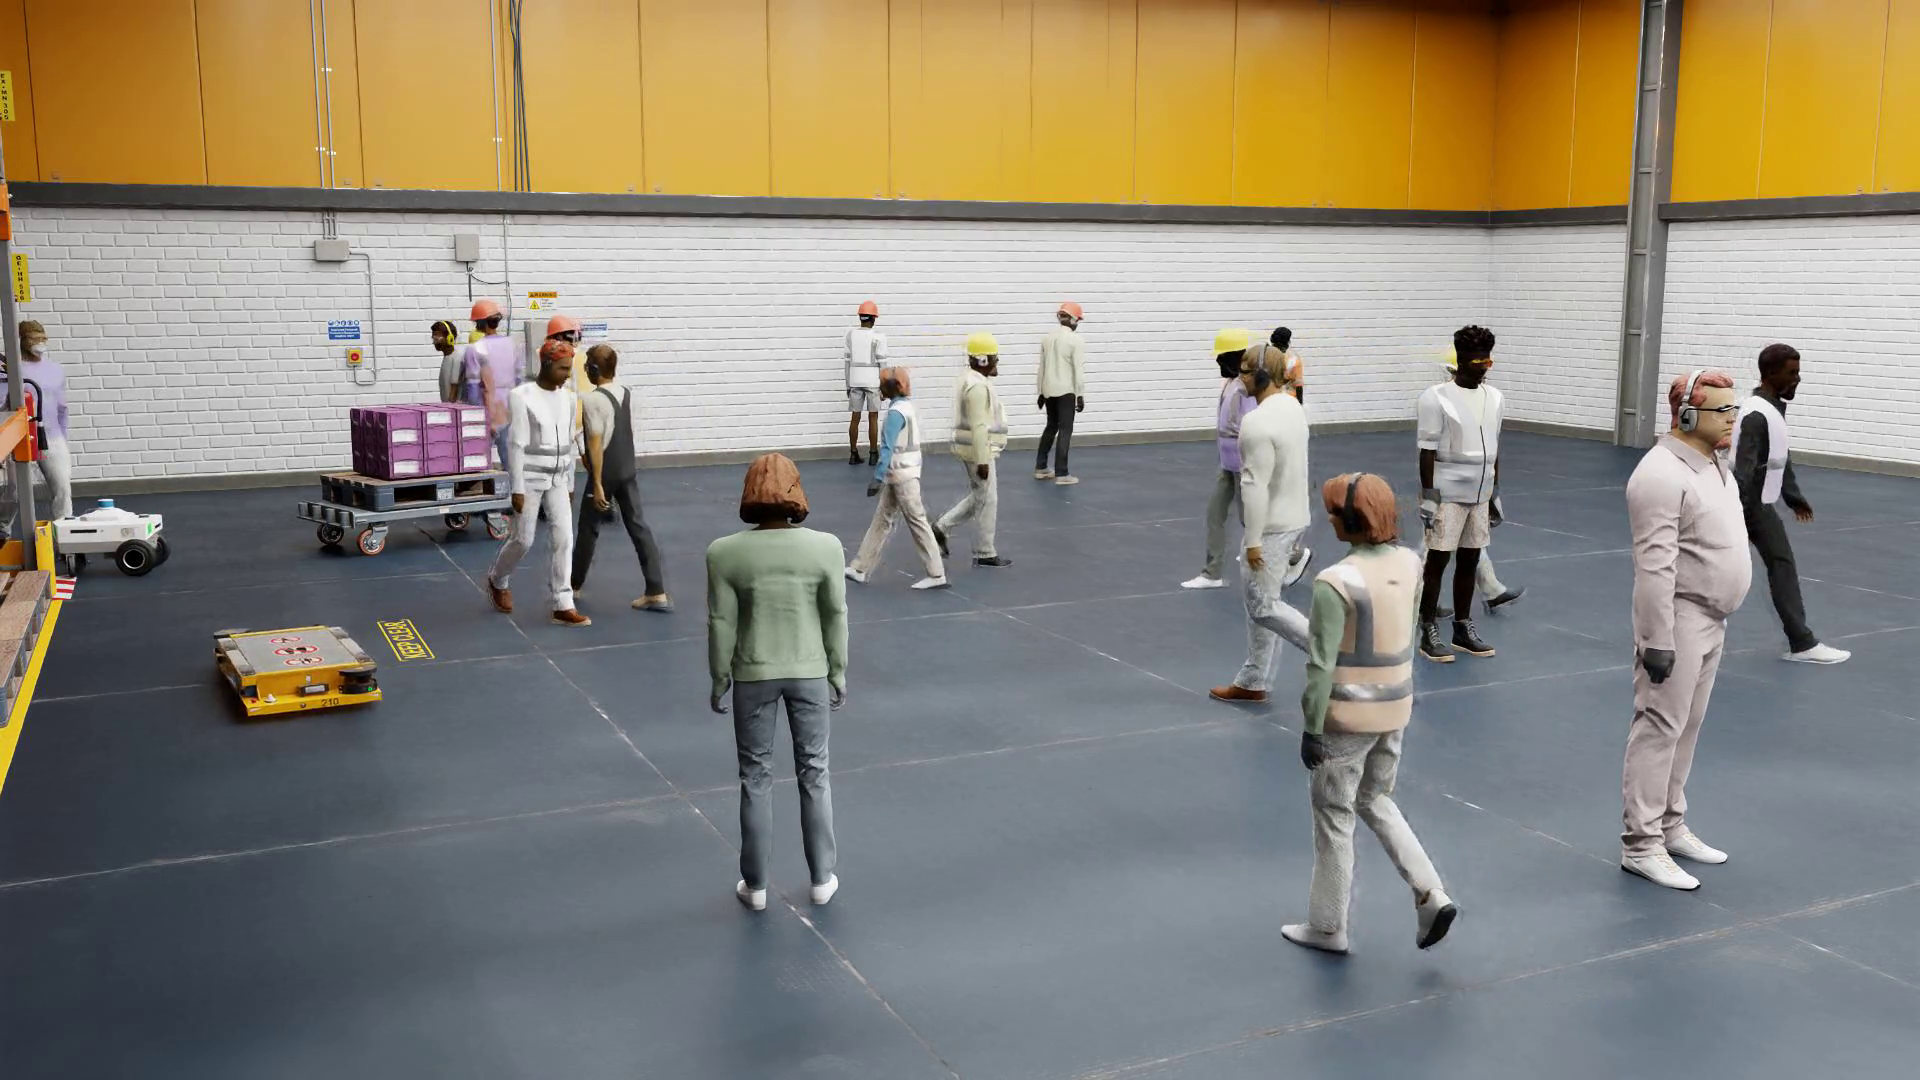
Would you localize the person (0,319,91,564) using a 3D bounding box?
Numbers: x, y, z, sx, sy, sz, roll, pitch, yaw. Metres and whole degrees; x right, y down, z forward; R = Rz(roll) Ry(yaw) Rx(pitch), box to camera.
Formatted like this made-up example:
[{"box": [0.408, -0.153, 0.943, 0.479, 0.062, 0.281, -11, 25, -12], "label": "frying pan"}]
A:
[{"box": [-7.241, -0.759, 12.922, 0.939, 1.911, 0.640, 5, 11, 30], "label": "person"}]

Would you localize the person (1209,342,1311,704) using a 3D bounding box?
[{"box": [1.674, -0.045, 8.482, 0.770, 1.919, 0.639, 5, 10, 29], "label": "person"}]

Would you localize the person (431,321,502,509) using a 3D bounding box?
[{"box": [-4.735, -1.121, 15.455, 0.972, 1.815, 0.505, -7, 11, -37], "label": "person"}]

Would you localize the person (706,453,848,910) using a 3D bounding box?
[{"box": [-0.645, 0.504, 5.918, 0.498, 1.633, 0.279, -1, 9, -9], "label": "person"}]

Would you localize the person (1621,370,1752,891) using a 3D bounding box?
[{"box": [2.713, 0.322, 6.204, 0.409, 1.907, 0.651, 8, 12, 39], "label": "person"}]

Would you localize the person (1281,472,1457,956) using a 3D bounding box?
[{"box": [1.322, 0.587, 5.395, 0.535, 1.623, 0.508, -7, 12, -38], "label": "person"}]

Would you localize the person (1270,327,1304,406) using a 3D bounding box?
[{"box": [3.340, -1.371, 17.352, 0.535, 1.699, 0.318, 6, 11, 35], "label": "person"}]

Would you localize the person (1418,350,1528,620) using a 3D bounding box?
[{"box": [3.351, -0.362, 10.776, 0.872, 1.793, 0.621, 0, 9, -3], "label": "person"}]

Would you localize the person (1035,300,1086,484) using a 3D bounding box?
[{"box": [1.130, -1.587, 17.884, 0.500, 1.965, 0.644, -7, 11, -37], "label": "person"}]

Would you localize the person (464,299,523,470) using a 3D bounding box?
[{"box": [-4.275, -1.217, 15.401, 0.667, 2.017, 0.637, 8, 12, 41], "label": "person"}]

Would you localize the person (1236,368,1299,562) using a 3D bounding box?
[{"box": [2.383, -0.614, 12.918, 0.612, 1.610, 0.506, 2, 9, 13], "label": "person"}]

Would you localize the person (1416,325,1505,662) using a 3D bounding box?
[{"box": [2.932, -0.274, 9.724, 0.603, 1.963, 0.368, -5, 10, -26], "label": "person"}]

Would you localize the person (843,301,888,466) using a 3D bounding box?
[{"box": [-1.093, -1.835, 19.524, 0.542, 1.929, 0.379, 3, 10, 18], "label": "person"}]

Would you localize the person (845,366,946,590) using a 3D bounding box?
[{"box": [-0.490, -0.433, 11.834, 0.854, 1.591, 0.529, 0, 9, 1], "label": "person"}]

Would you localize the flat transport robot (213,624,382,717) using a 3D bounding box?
[{"box": [-3.632, 0.678, 9.050, 0.652, 0.197, 1.431, -5, 11, -30], "label": "flat transport robot"}]

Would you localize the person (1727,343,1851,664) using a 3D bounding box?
[{"box": [4.654, -0.220, 9.737, 1.040, 1.861, 0.602, 4, 10, 25], "label": "person"}]

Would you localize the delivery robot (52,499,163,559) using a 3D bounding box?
[{"box": [-6.402, -0.065, 12.496, 0.707, 0.478, 0.477, -2, 9, -11], "label": "delivery robot"}]

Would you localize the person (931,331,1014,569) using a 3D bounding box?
[{"box": [0.076, -0.677, 12.665, 0.597, 1.822, 0.591, -1, 9, -4], "label": "person"}]

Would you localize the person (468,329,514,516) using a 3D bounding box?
[{"box": [-4.363, -1.085, 15.437, 0.598, 1.730, 0.549, 1, 9, 6], "label": "person"}]

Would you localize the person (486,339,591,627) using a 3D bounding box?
[{"box": [-2.761, -0.381, 10.780, 0.897, 1.842, 0.605, 7, 11, 35], "label": "person"}]

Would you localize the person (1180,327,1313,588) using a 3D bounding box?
[{"box": [2.065, -0.570, 11.827, 0.859, 1.892, 0.589, -1, 9, -8], "label": "person"}]

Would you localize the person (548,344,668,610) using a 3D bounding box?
[{"box": [-2.363, -0.424, 11.207, 1.049, 1.784, 0.517, 6, 11, 34], "label": "person"}]

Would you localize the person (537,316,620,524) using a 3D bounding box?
[{"box": [-3.497, -1.069, 14.956, 0.960, 1.873, 0.624, 3, 10, 18], "label": "person"}]
